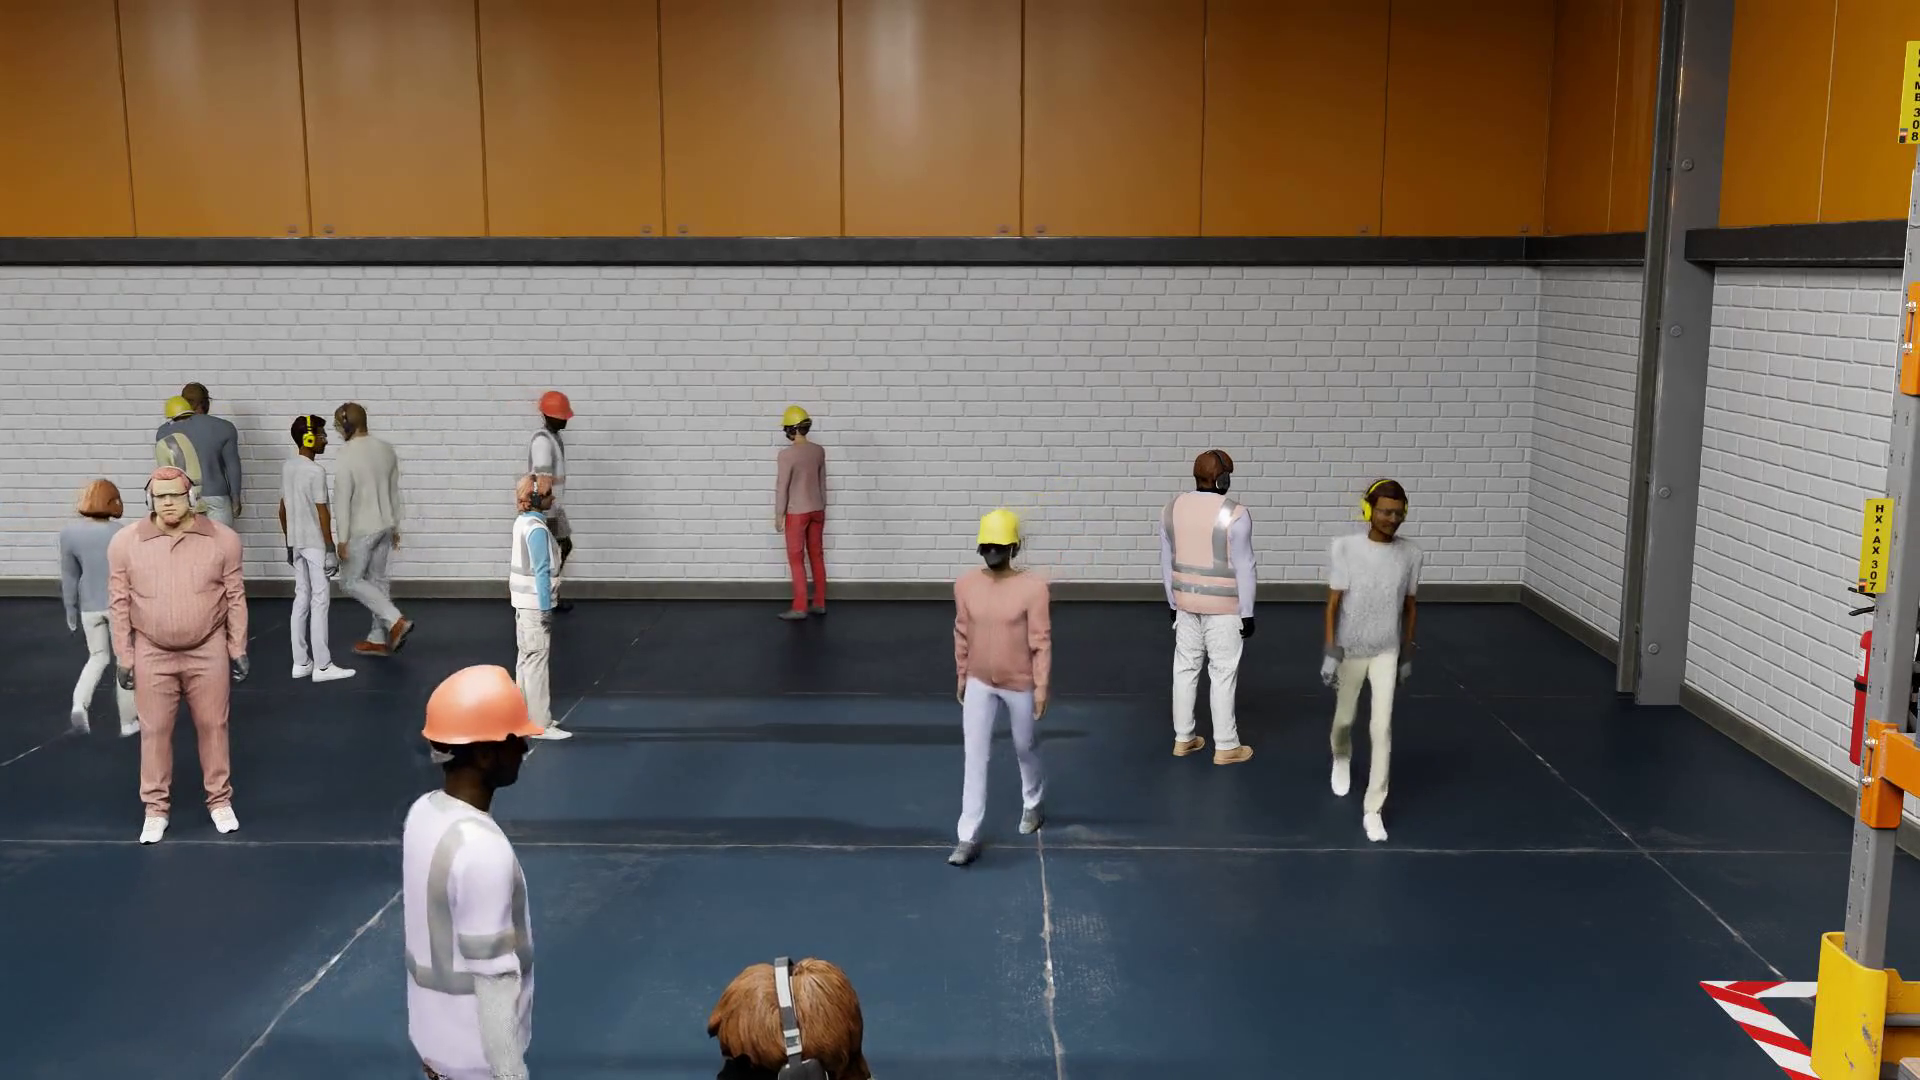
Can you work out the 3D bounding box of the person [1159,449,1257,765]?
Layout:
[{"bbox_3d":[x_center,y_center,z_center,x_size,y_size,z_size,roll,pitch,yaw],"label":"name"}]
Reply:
[{"bbox_3d":[1.471,0.388,9.745,0.627,1.844,0.429,8,13,41],"label":"person"}]

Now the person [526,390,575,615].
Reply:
[{"bbox_3d":[-3.396,-0.288,13.632,0.600,1.889,0.558,1,9,3],"label":"person"}]

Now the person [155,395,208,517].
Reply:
[{"bbox_3d":[-6.401,-0.283,13.802,0.403,1.827,0.601,5,11,28],"label":"person"}]

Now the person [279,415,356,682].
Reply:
[{"bbox_3d":[-4.544,0.057,11.659,0.535,1.865,0.311,7,12,35],"label":"person"}]

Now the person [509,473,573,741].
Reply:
[{"bbox_3d":[-2.605,0.406,10.236,0.314,1.641,0.515,-4,10,-25],"label":"person"}]

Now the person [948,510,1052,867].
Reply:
[{"bbox_3d":[0.212,0.698,8.246,0.537,1.722,0.915,4,10,20],"label":"person"}]

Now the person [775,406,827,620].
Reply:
[{"bbox_3d":[-1.315,-0.225,13.677,0.346,1.758,0.527,8,12,39],"label":"person"}]

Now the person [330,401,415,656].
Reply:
[{"bbox_3d":[-4.301,-0.060,12.199,0.540,1.918,0.655,3,10,20],"label":"person"}]

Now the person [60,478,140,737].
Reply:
[{"bbox_3d":[-5.211,0.436,10.129,0.507,1.623,0.500,0,9,0],"label":"person"}]

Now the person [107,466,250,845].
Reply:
[{"bbox_3d":[-3.947,0.573,8.437,0.639,1.911,0.402,-4,10,-24],"label":"person"}]

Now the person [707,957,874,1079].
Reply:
[{"bbox_3d":[-0.233,1.565,2.748,0.429,1.830,0.637,-2,10,-12],"label":"person"}]

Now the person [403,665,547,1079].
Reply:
[{"bbox_3d":[-1.305,1.269,4.251,0.783,1.914,0.560,-5,11,-29],"label":"person"}]

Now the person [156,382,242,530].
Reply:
[{"bbox_3d":[-6.301,-0.342,13.839,0.629,1.937,0.379,-2,10,-14],"label":"person"}]

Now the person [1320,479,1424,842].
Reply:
[{"bbox_3d":[2.134,0.568,8.727,0.527,1.828,0.912,1,10,5],"label":"person"}]
